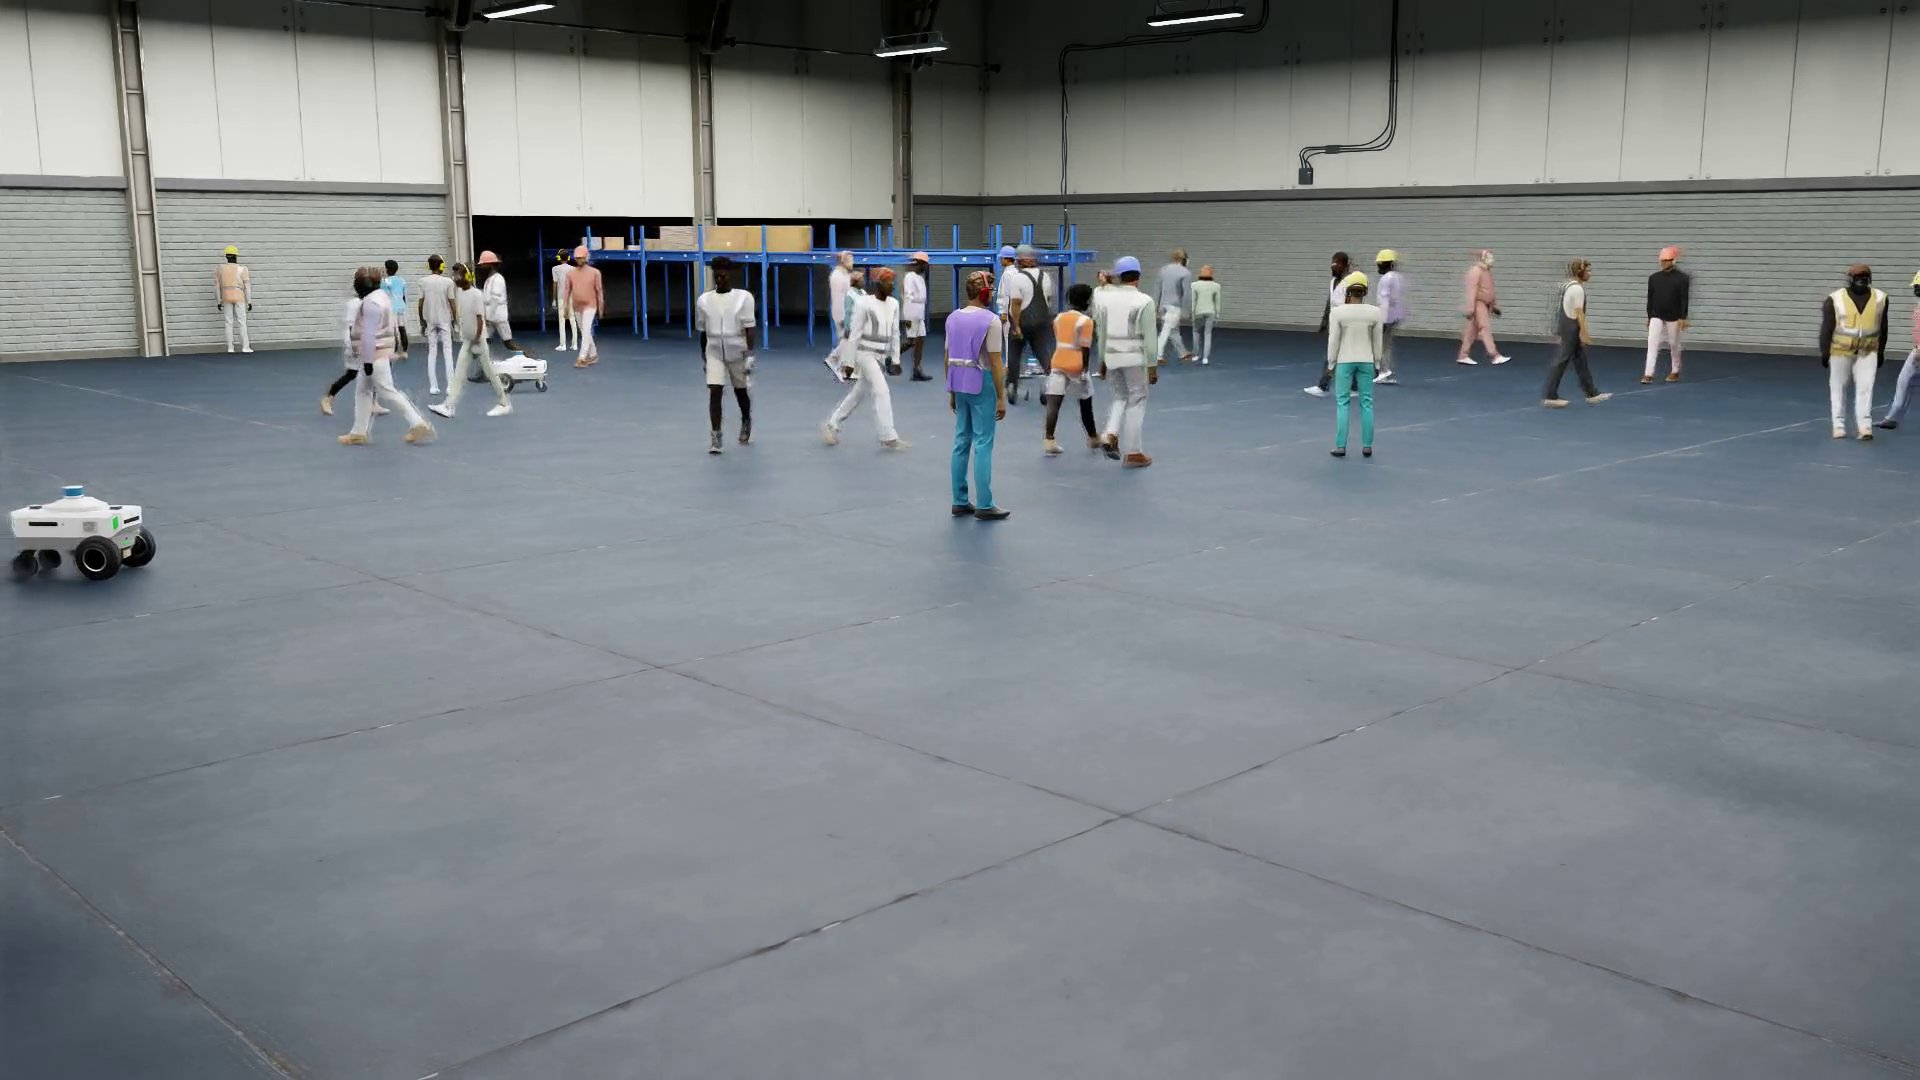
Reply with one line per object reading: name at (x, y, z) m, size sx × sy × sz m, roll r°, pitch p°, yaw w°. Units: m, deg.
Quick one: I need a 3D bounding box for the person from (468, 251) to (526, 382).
person at (-6.678, -3.248, 24.171) m, size 0.961 × 1.901 × 0.540 m, roll -9°, pitch 13°, yaw -39°

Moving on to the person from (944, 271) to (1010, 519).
person at (0.106, -1.088, 12.493) m, size 0.371 × 1.843 × 0.571 m, roll -10°, pitch 14°, yaw -42°

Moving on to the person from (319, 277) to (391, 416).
person at (-7.149, -2.279, 19.492) m, size 0.718 × 1.663 × 0.552 m, roll 0°, pitch 10°, yaw -1°

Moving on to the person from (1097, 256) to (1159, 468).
person at (1.562, -1.638, 15.288) m, size 0.660 × 1.919 × 0.432 m, roll 10°, pitch 14°, yaw 44°

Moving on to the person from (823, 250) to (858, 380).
person at (-1.728, -3.321, 24.546) m, size 0.500 × 1.891 × 0.658 m, roll 1°, pitch 10°, yaw 8°

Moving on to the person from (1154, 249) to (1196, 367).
person at (3.537, -3.765, 26.998) m, size 1.070 × 1.873 × 0.654 m, roll -7°, pitch 12°, yaw -33°

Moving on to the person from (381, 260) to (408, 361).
person at (-9.591, -3.891, 28.188) m, size 0.319 × 1.696 × 0.532 m, roll 5°, pitch 12°, yaw 25°

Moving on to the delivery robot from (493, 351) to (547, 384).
delivery robot at (-6.011, -2.344, 22.725) m, size 0.707 × 0.478 × 0.477 m, roll -3°, pitch 11°, yaw -17°

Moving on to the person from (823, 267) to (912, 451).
person at (-0.963, -1.827, 16.672) m, size 1.057 × 1.814 × 0.555 m, roll 6°, pitch 12°, yaw 29°

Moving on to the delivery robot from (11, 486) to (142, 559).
delivery robot at (-5.565, -0.099, 10.483) m, size 0.707 × 0.478 × 0.477 m, roll 0°, pitch 10°, yaw 2°

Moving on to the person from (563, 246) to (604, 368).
person at (-6.114, -3.810, 27.075) m, size 0.623 × 1.955 × 1.023 m, roll 2°, pitch 11°, yaw 11°

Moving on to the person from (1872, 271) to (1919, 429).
person at (10.263, -2.011, 17.833) m, size 0.817 × 1.735 × 0.539 m, roll 1°, pitch 10°, yaw 4°

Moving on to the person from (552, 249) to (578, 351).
person at (-7.287, -4.433, 30.701) m, size 0.516 × 1.864 × 0.319 m, roll -8°, pitch 13°, yaw -37°

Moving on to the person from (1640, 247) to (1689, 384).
person at (10.180, -3.236, 23.937) m, size 0.626 × 1.950 × 1.004 m, roll 10°, pitch 14°, yaw 44°

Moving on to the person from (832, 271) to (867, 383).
person at (-1.500, -3.012, 23.615) m, size 0.753 × 1.609 × 0.510 m, roll 4°, pitch 11°, yaw 21°

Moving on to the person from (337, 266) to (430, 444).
person at (-5.882, -1.876, 16.900) m, size 0.901 × 1.812 × 0.633 m, roll -2°, pitch 11°, yaw -11°

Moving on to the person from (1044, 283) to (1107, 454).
person at (1.126, -1.667, 16.180) m, size 0.529 × 1.635 × 0.886 m, roll 10°, pitch 14°, yaw 43°

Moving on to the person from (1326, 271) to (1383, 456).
person at (3.790, -1.694, 16.013) m, size 0.531 × 1.767 × 0.328 m, roll 0°, pitch 10°, yaw -1°

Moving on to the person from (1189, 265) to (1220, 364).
person at (4.031, -3.740, 27.582) m, size 0.532 × 1.602 × 0.758 m, roll 0°, pitch 10°, yaw -1°

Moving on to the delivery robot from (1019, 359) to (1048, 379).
delivery robot at (0.918, -2.189, 21.172) m, size 0.335 × 0.223 × 0.698 m, roll 3°, pitch 11°, yaw 14°

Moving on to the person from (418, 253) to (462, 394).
person at (-6.972, -2.888, 22.248) m, size 0.535 × 1.868 × 0.309 m, roll 0°, pitch 10°, yaw 2°

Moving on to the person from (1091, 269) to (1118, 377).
person at (2.251, -3.284, 25.124) m, size 0.751 × 1.614 × 0.526 m, roll -8°, pitch 13°, yaw -38°

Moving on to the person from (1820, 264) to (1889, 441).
person at (9.234, -1.923, 17.151) m, size 0.646 × 1.801 × 0.922 m, roll 3°, pitch 11°, yaw 16°

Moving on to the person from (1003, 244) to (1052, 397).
person at (0.949, -2.875, 21.820) m, size 0.687 × 2.000 × 0.932 m, roll -8°, pitch 13°, yaw -36°

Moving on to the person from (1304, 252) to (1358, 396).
person at (4.886, -2.818, 21.836) m, size 0.927 × 1.881 × 0.604 m, roll -2°, pitch 11°, yaw -10°

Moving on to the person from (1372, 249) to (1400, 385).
person at (6.020, -3.165, 23.643) m, size 0.445 × 1.907 × 0.609 m, roll 5°, pitch 12°, yaw 27°

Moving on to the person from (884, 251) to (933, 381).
person at (-0.731, -3.298, 24.456) m, size 0.675 × 1.884 × 0.580 m, roll 4°, pitch 11°, yaw 20°

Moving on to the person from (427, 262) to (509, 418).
person at (-5.681, -2.302, 19.253) m, size 0.536 × 1.798 × 1.056 m, roll 8°, pitch 13°, yaw 38°

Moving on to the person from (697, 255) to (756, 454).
person at (-2.298, -1.864, 16.515) m, size 0.604 × 1.935 × 0.962 m, roll 1°, pitch 10°, yaw 4°

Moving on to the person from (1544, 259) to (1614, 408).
person at (7.665, -2.528, 20.441) m, size 0.906 × 1.805 × 0.543 m, roll 2°, pitch 11°, yaw 11°

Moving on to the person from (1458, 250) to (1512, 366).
person at (8.565, -3.760, 27.000) m, size 0.970 × 1.857 × 0.665 m, roll 7°, pitch 13°, yaw 35°

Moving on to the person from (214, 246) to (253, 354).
person at (-13.025, -4.310, 29.845) m, size 0.593 × 1.922 × 0.383 m, roll -2°, pitch 11°, yaw -9°

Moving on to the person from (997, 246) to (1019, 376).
person at (0.744, -3.480, 25.251) m, size 0.381 × 1.951 × 0.605 m, roll 2°, pitch 11°, yaw 10°
